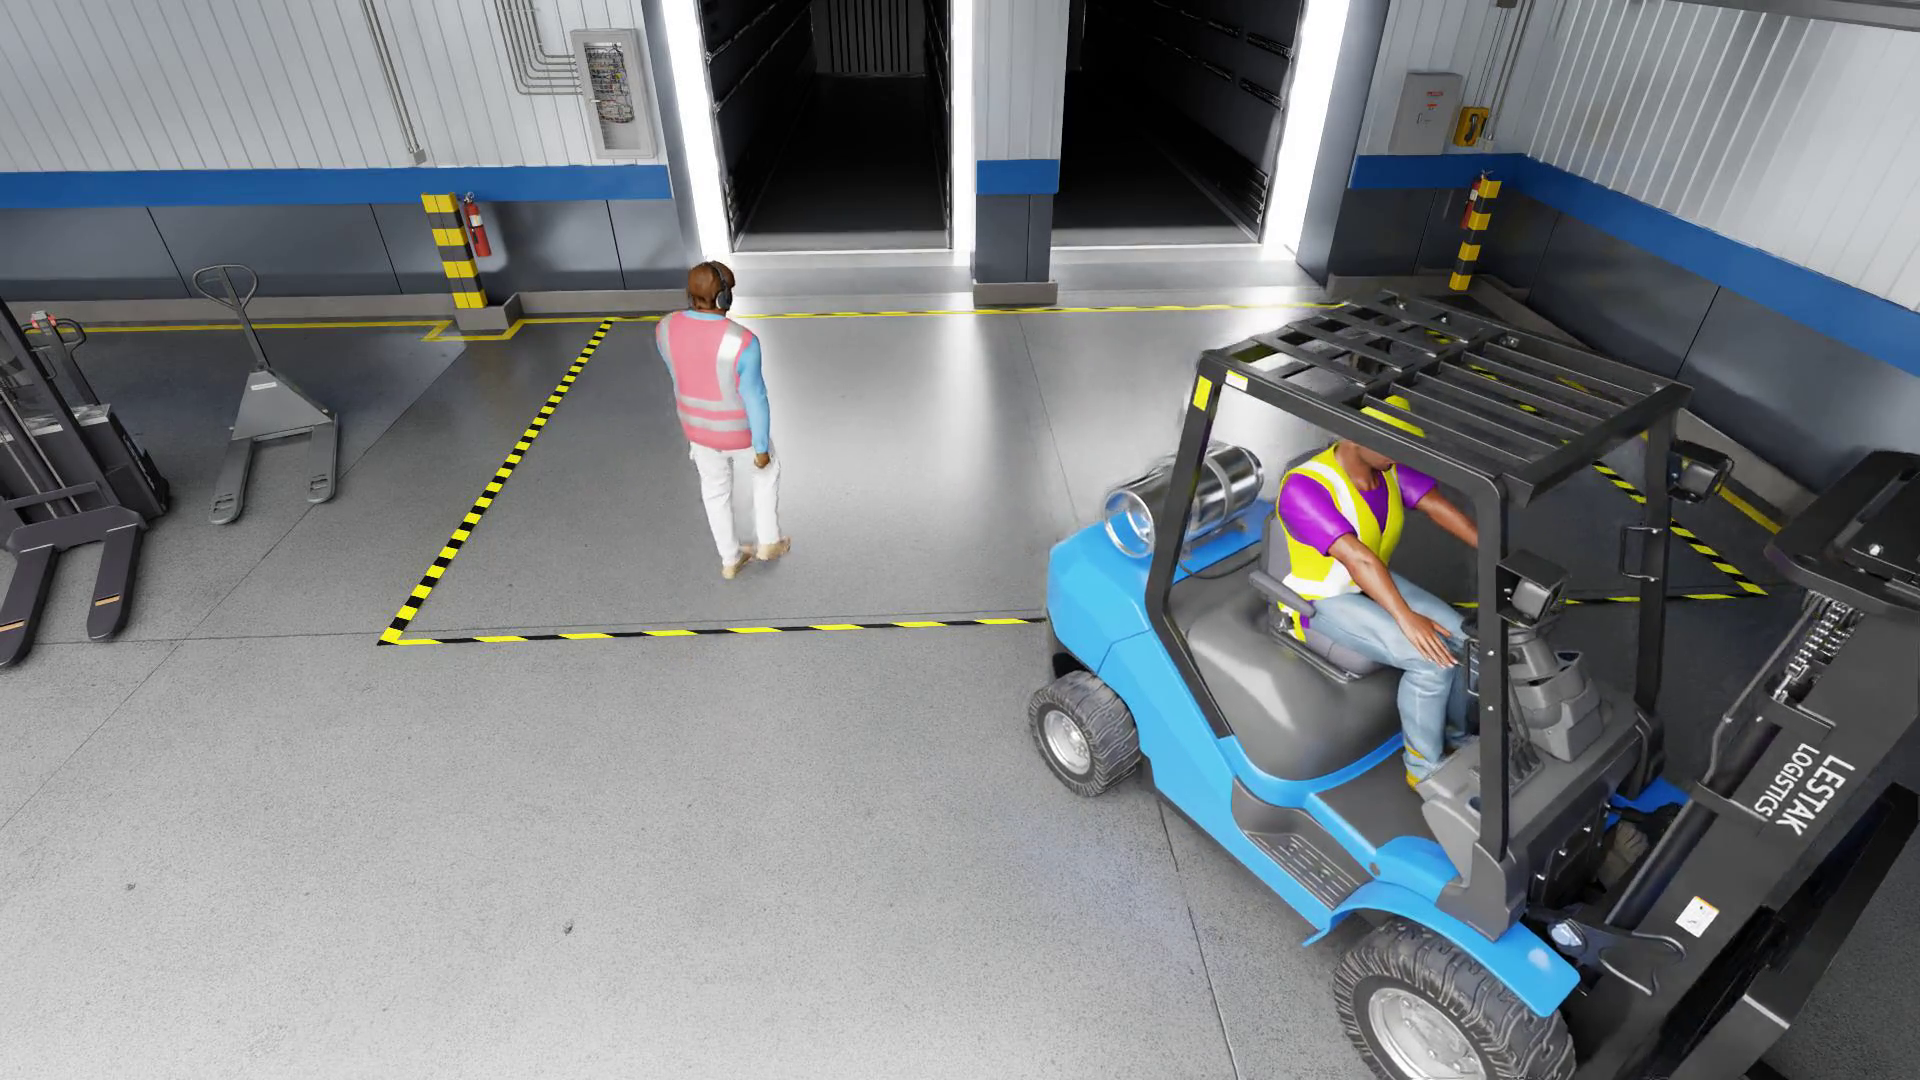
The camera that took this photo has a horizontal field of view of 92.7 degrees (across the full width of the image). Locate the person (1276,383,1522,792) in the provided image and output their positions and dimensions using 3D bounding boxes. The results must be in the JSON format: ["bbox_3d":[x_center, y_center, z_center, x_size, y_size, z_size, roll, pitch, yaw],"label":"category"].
[{"bbox_3d":[1.532,0.194,3.073,0.635,1.294,1.004,-22,41,-29],"label":"person"}]

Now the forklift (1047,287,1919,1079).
[{"bbox_3d":[1.503,0.317,3.223,1.157,2.036,2.680,-22,41,-29],"label":"forklift"}]

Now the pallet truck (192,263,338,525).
[{"bbox_3d":[-4.778,-1.027,6.128,0.680,1.201,1.601,-17,38,-23],"label":"pallet truck"}]

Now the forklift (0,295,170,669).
[{"bbox_3d":[-5.212,-0.618,4.878,0.823,1.965,1.885,-20,39,-26],"label":"forklift"}]

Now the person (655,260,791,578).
[{"bbox_3d":[-1.271,-0.616,5.033,0.622,1.823,0.466,10,36,14],"label":"person"}]
